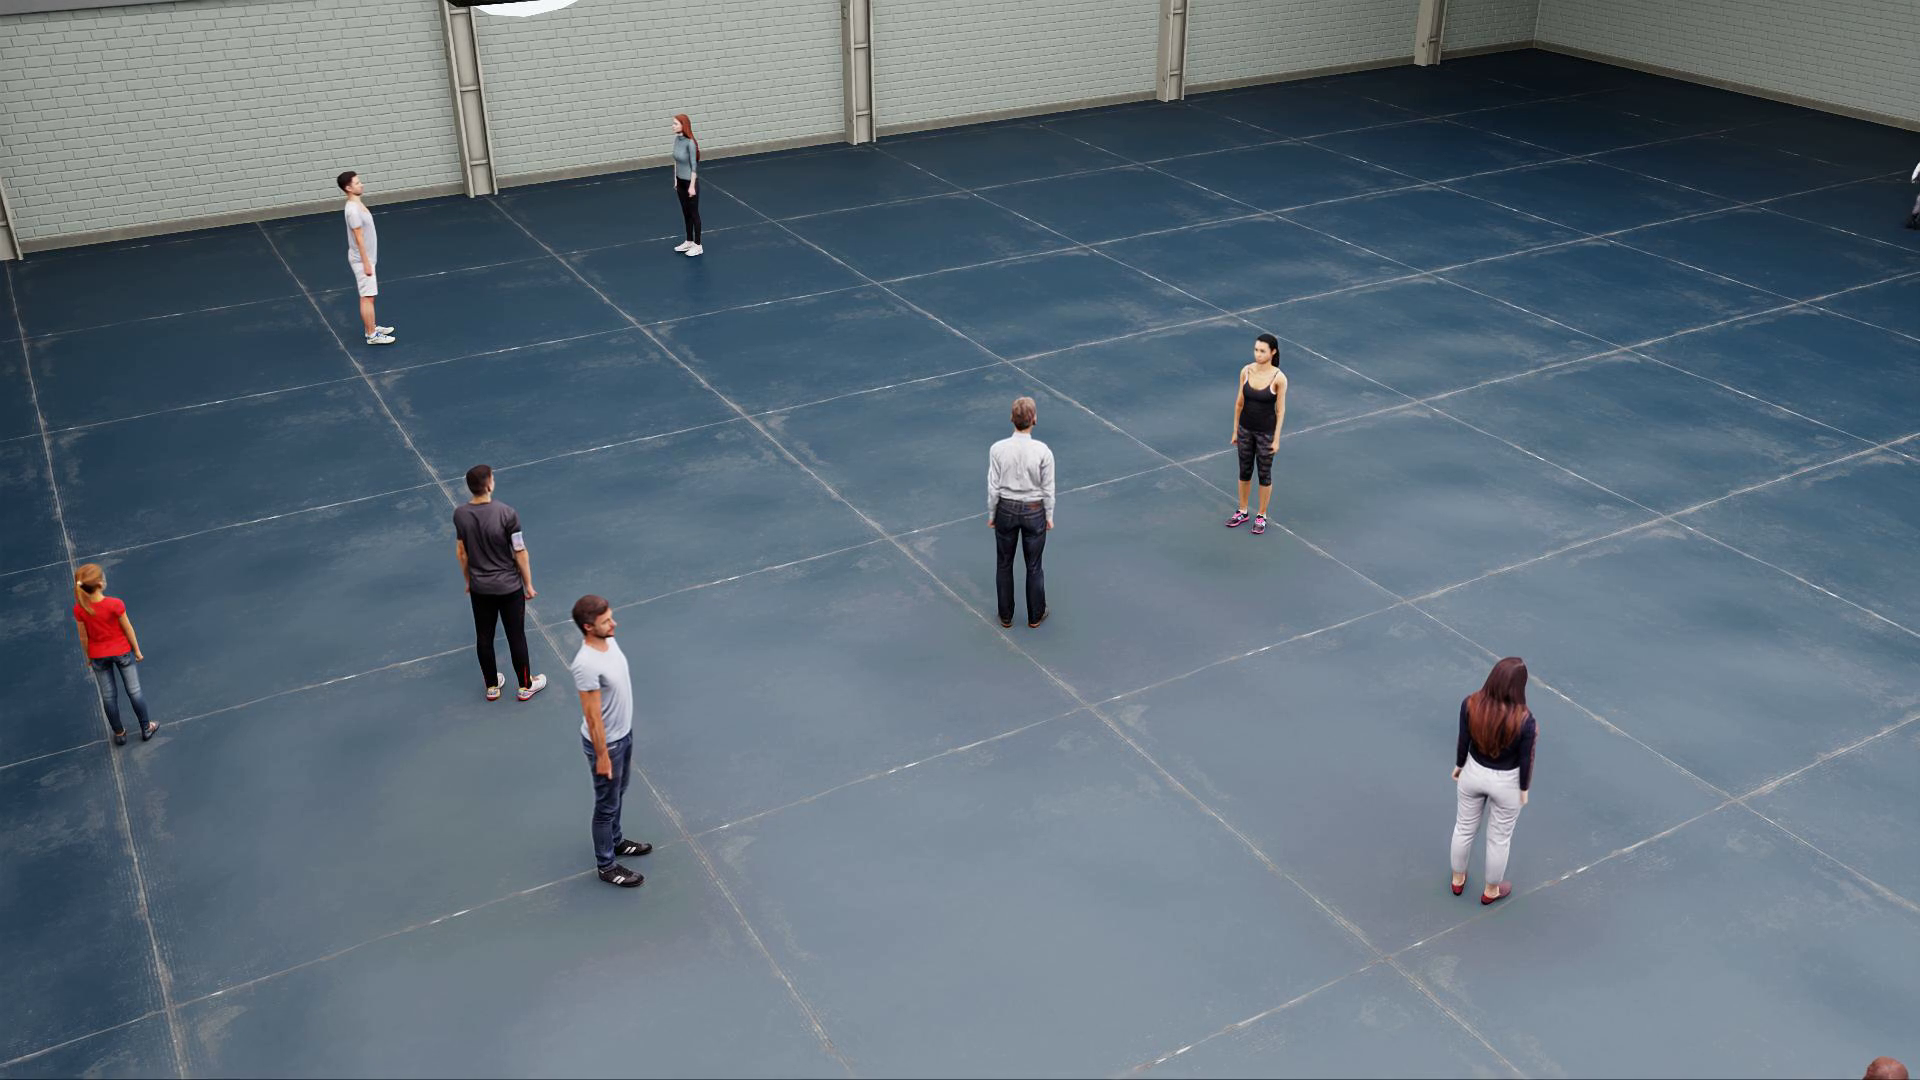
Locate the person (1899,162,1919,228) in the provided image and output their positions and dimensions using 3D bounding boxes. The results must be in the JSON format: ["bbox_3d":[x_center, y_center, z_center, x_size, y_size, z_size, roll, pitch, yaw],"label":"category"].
[{"bbox_3d":[12.723,-4.715,21.737,0.799,1.263,0.658,-4,27,-7],"label":"person"}]

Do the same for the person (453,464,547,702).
[{"bbox_3d":[-3.205,0.300,11.449,0.683,1.764,0.782,3,27,6],"label":"person"}]

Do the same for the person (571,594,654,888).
[{"bbox_3d":[-2.062,1.145,9.697,0.721,1.866,0.722,1,27,1],"label":"person"}]

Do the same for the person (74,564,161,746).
[{"bbox_3d":[-5.645,0.758,11.055,0.464,1.310,0.591,-8,28,-14],"label":"person"}]

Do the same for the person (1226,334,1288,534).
[{"bbox_3d":[2.482,-0.891,13.803,0.654,1.728,0.663,17,32,30],"label":"person"}]

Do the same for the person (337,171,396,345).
[{"bbox_3d":[-6.404,-3.033,17.822,0.645,1.855,0.725,-8,28,-16],"label":"person"}]

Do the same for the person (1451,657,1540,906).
[{"bbox_3d":[3.056,1.370,9.542,0.671,1.607,0.651,19,33,32],"label":"person"}]

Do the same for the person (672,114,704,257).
[{"bbox_3d":[-3.379,-4.408,20.615,0.583,1.743,0.603,-20,33,-34],"label":"person"}]

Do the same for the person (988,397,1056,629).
[{"bbox_3d":[0.447,-0.205,12.371,0.704,1.818,0.797,3,27,6],"label":"person"}]
